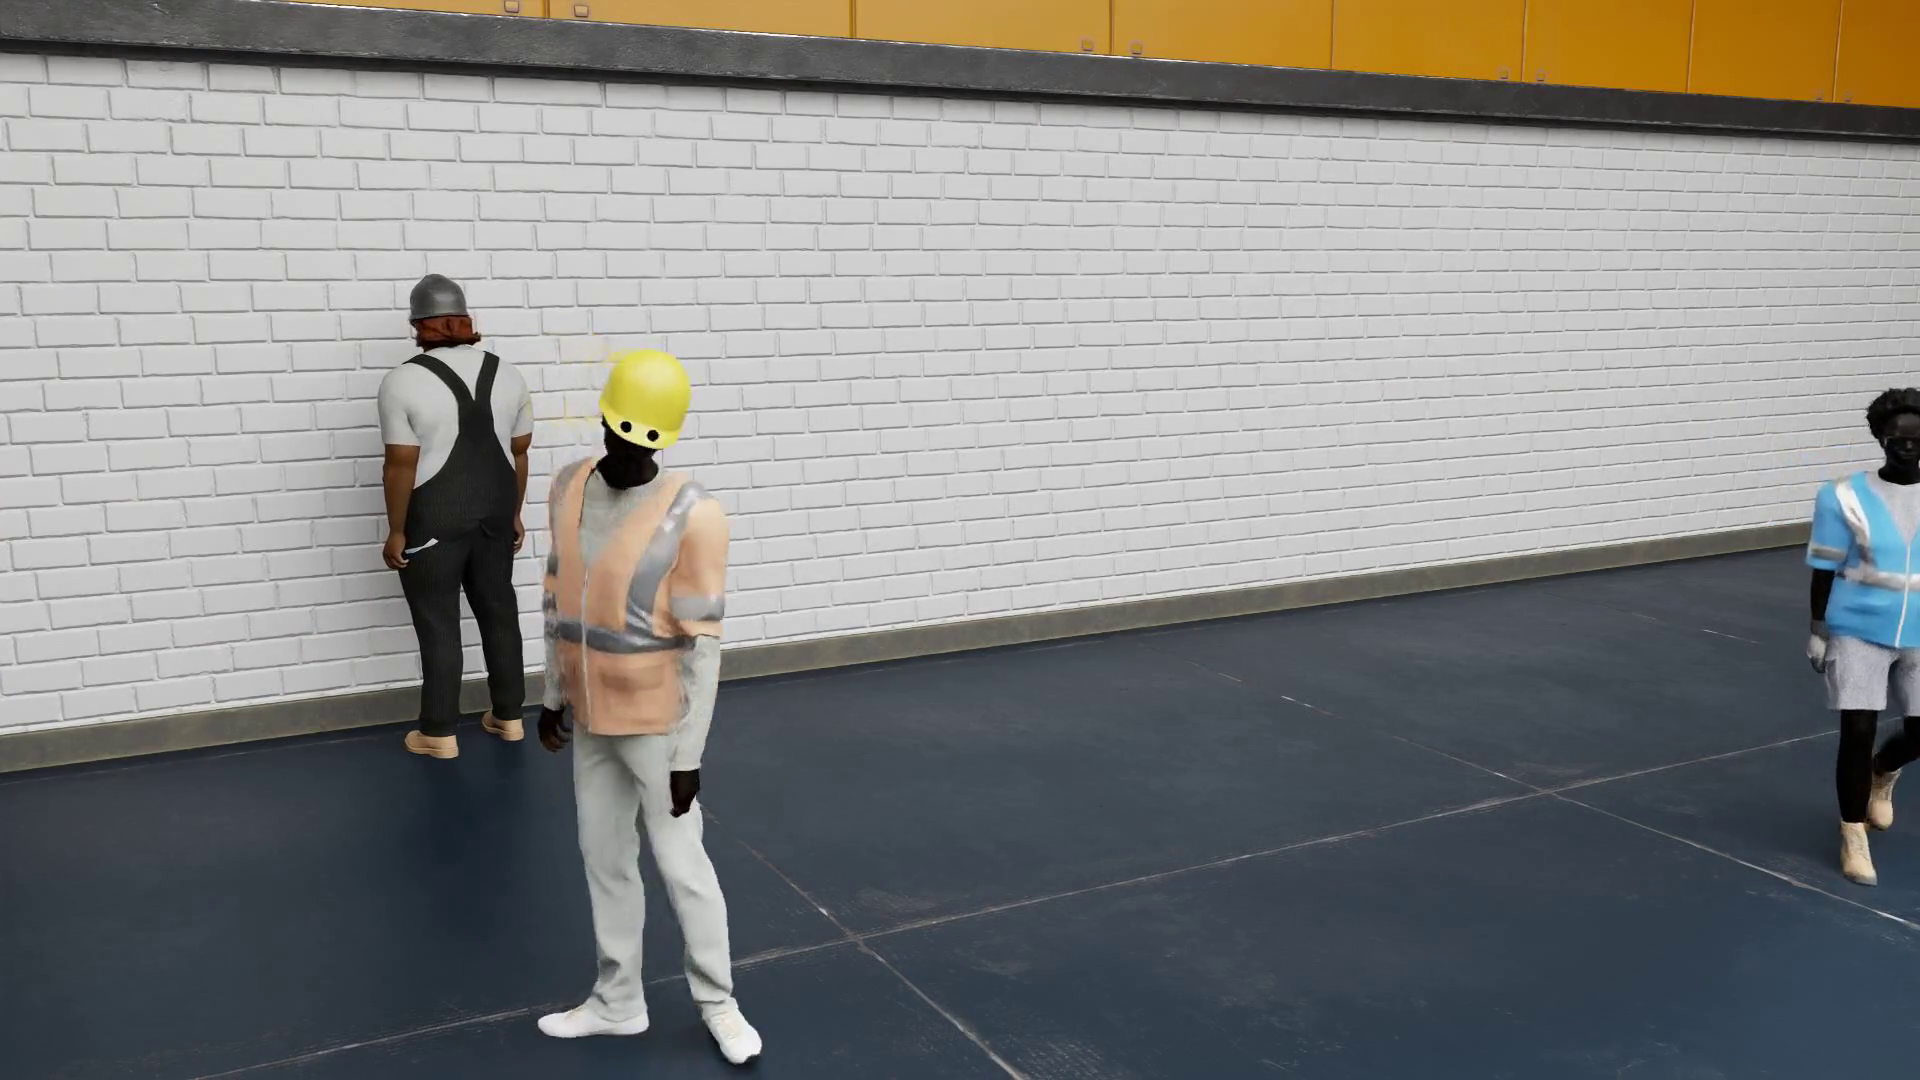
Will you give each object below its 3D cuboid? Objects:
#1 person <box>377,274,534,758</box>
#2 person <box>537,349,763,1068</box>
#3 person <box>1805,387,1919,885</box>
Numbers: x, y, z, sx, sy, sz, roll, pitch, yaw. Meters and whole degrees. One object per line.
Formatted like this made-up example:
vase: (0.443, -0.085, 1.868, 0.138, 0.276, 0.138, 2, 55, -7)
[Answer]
person: (-2.178, -0.111, 7.081, 0.536, 2.000, 0.688, 9, 13, 41)
person: (-0.843, 0.450, 4.317, 0.692, 1.885, 0.378, 8, 12, 37)
person: (3.162, 0.307, 5.700, 0.540, 1.677, 0.521, 3, 10, 15)
